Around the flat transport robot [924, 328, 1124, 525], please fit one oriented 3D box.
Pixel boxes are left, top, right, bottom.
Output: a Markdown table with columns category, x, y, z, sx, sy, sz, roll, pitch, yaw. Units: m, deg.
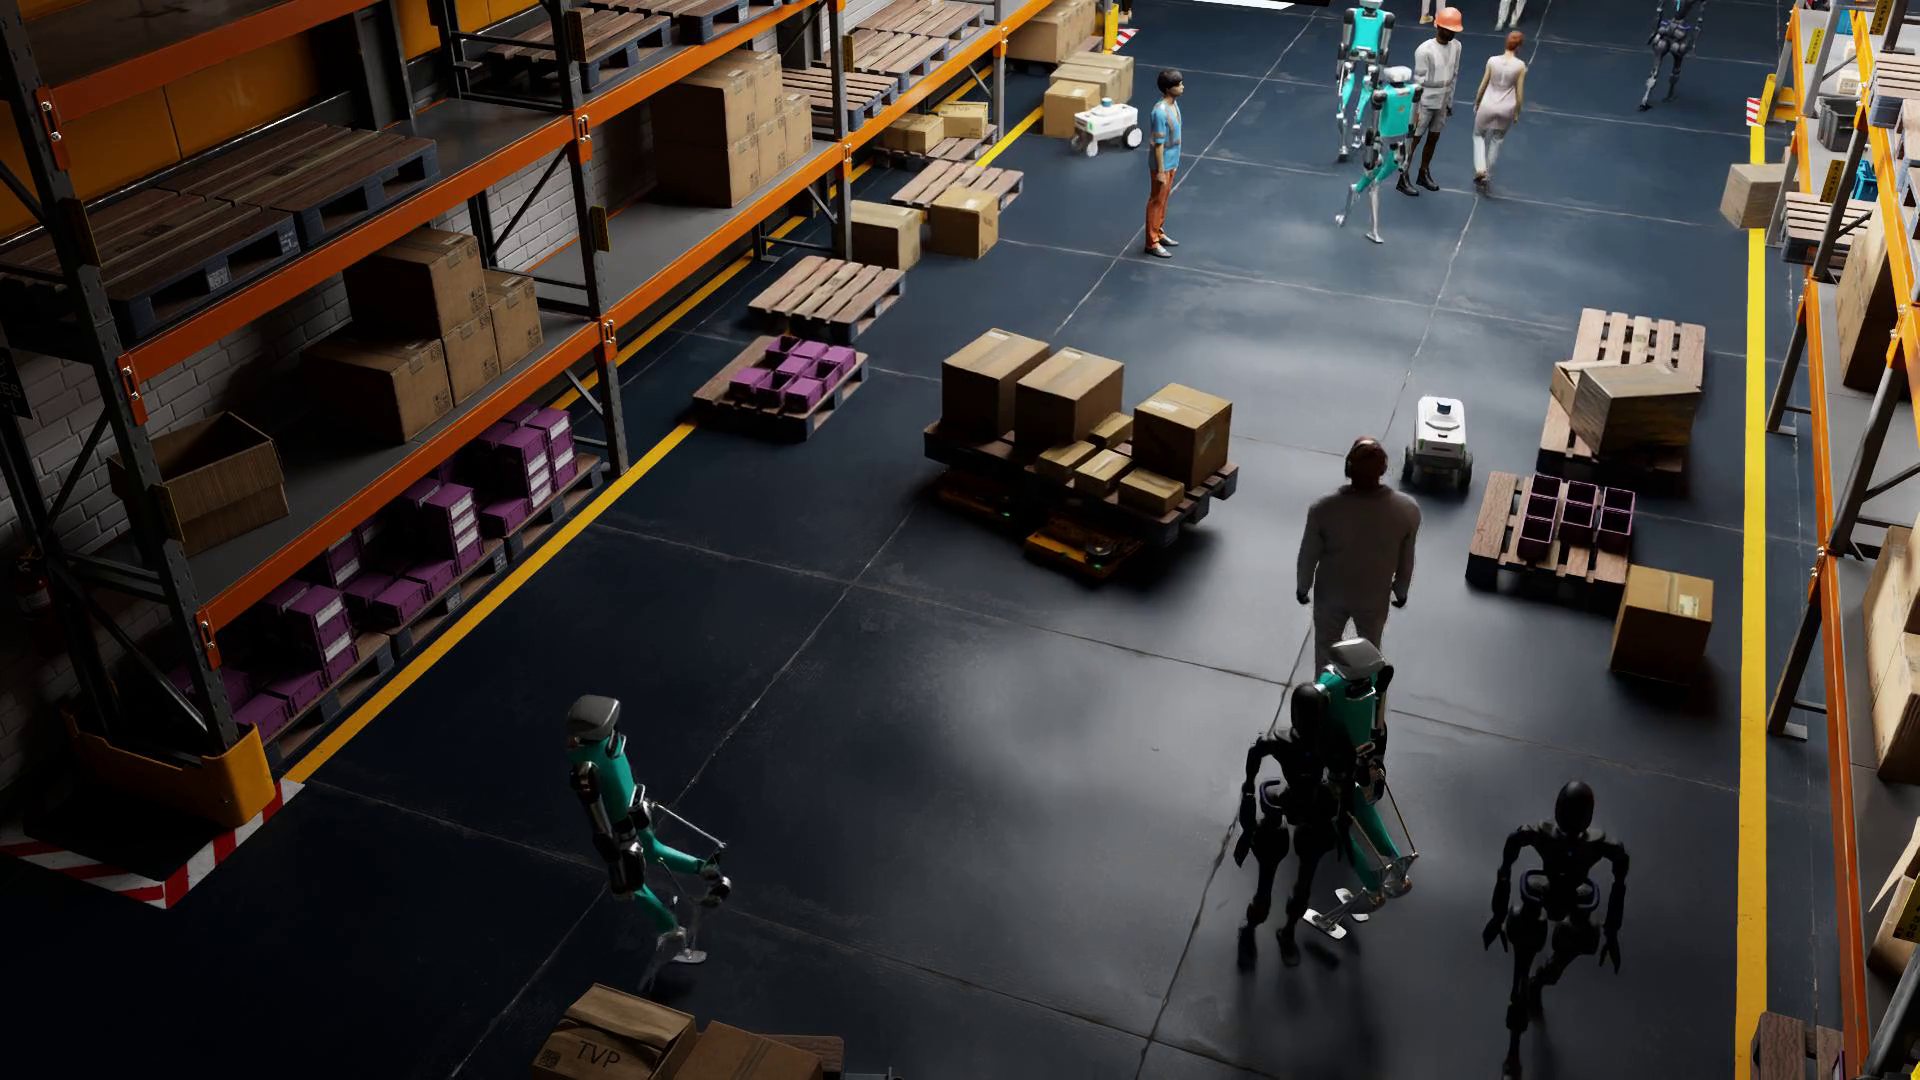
| category | x | y | z | sx | sy | sz | roll | pitch | yaw |
| --- | --- | --- | --- | --- | --- | --- | --- | --- | --- |
| flat transport robot | 0.499 | -0.579 | 12.488 | 0.659 | 0.231 | 1.431 | 20 | 38 | 28 |

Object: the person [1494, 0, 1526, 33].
| category | x | y | z | sx | sy | sz | roll | pitch | yaw |
| --- | --- | --- | --- | --- | --- | --- | --- | --- | --- |
| person | 7.412 | -7.670 | 21.988 | 0.513 | 1.866 | 0.798 | 17 | 37 | 24 |

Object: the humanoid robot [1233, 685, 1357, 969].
| category | x | y | z | sx | sy | sz | roll | pitch | yaw |
| --- | --- | --- | --- | --- | --- | --- | --- | --- | --- |
| humanoid robot | 1.644 | 1.403 | 8.119 | 0.589 | 1.654 | 0.338 | -1 | 33 | -1 |

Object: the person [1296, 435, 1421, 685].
| category | x | y | z | sx | sy | sz | roll | pitch | yaw |
| --- | --- | --- | --- | --- | --- | --- | --- | --- | --- |
| person | 2.282 | 0.256 | 9.694 | 0.668 | 1.892 | 0.533 | 3 | 33 | 5 |

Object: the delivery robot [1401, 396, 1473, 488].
| category | x | y | z | sx | sy | sz | roll | pitch | yaw |
| --- | --- | --- | --- | --- | --- | --- | --- | --- | --- |
| delivery robot | 3.603 | -0.754 | 12.510 | 0.499 | 0.611 | 0.800 | 7 | 34 | 11 |

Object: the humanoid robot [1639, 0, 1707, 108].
| category | x | y | z | sx | sy | sz | roll | pitch | yaw |
| --- | --- | --- | --- | --- | --- | --- | --- | --- | --- |
| humanoid robot | 8.327 | -5.880 | 19.455 | 0.591 | 1.645 | 0.780 | 26 | 41 | 34 |

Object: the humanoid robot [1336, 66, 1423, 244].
| category | x | y | z | sx | sy | sz | roll | pitch | yaw |
| --- | --- | --- | --- | --- | --- | --- | --- | --- | --- |
| humanoid robot | 3.980 | -3.722 | 16.088 | 0.552 | 1.877 | 0.794 | -12 | 35 | -18 |

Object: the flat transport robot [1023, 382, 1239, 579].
| category | x | y | z | sx | sy | sz | roll | pitch | yaw |
| --- | --- | --- | --- | --- | --- | --- | --- | --- | --- |
| flat transport robot | 1.151 | -0.207 | 11.912 | 0.659 | 0.231 | 1.431 | 23 | 39 | 31 |

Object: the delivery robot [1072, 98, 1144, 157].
| category | x | y | z | sx | sy | sz | roll | pitch | yaw |
| --- | --- | --- | --- | --- | --- | --- | --- | --- | --- |
| delivery robot | 1.632 | -4.602 | 18.448 | 0.774 | 0.592 | 0.499 | -20 | 38 | -28 |

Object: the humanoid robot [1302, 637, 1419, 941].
| category | x | y | z | sx | sy | sz | roll | pitch | yaw |
| --- | --- | --- | --- | --- | --- | --- | --- | --- | --- |
| humanoid robot | 1.986 | 1.304 | 8.098 | 0.533 | 1.677 | 0.735 | -19 | 37 | -27 |

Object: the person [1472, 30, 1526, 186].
| category | x | y | z | sx | sy | sz | roll | pitch | yaw |
| --- | --- | --- | --- | --- | --- | --- | --- | --- | --- |
| person | 5.553 | -4.436 | 17.186 | 0.483 | 1.643 | 0.449 | 9 | 34 | 13 |

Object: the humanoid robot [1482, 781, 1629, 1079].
| category | x | y | z | sx | sy | sz | roll | pitch | yaw |
| --- | --- | --- | --- | --- | --- | --- | --- | --- | --- |
| humanoid robot | 2.742 | 1.758 | 7.624 | 0.612 | 1.624 | 0.786 | 9 | 34 | 14 |

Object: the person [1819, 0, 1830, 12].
| category | x | y | z | sx | sy | sz | roll | pitch | yaw |
| --- | --- | --- | --- | --- | --- | --- | --- | --- | --- |
| person | 10.921 | -6.905 | 20.875 | 0.570 | 1.790 | 0.598 | 27 | 42 | 35 |

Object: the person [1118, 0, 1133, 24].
| category | x | y | z | sx | sy | sz | roll | pitch | yaw |
| --- | --- | --- | --- | --- | --- | --- | --- | --- | --- |
| person | 2.225 | -7.831 | 22.394 | 0.319 | 1.696 | 0.531 | 11 | 34 | 16 |

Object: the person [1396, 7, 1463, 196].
| category | x | y | z | sx | sy | sz | roll | pitch | yaw |
| --- | --- | --- | --- | --- | --- | --- | --- | --- | --- |
| person | 4.844 | -4.473 | 16.996 | 0.540 | 1.927 | 0.391 | -15 | 36 | -22 |

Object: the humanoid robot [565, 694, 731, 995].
| category | x | y | z | sx | sy | sz | roll | pitch | yaw |
| --- | --- | --- | --- | --- | --- | --- | --- | --- | --- |
| humanoid robot | -1.398 | 1.515 | 7.950 | 0.767 | 1.839 | 0.542 | 1 | 33 | 1 |

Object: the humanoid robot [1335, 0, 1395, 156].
| category | x | y | z | sx | sy | sz | roll | pitch | yaw |
| --- | --- | --- | --- | --- | --- | --- | --- | --- | --- |
| humanoid robot | 4.290 | -4.941 | 17.870 | 0.552 | 1.752 | 0.945 | 10 | 34 | 14 |

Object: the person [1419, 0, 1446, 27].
| category | x | y | z | sx | sy | sz | roll | pitch | yaw |
| --- | --- | --- | --- | --- | --- | --- | --- | --- | --- |
| person | 6.477 | -7.792 | 22.259 | 0.319 | 1.776 | 0.478 | -22 | 39 | -30 |

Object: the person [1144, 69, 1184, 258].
| category | x | y | z | sx | sy | sz | roll | pitch | yaw |
| --- | --- | --- | --- | --- | --- | --- | --- | --- | --- |
| person | 1.944 | -3.565 | 15.725 | 0.323 | 1.770 | 0.490 | 11 | 34 | 17 |
